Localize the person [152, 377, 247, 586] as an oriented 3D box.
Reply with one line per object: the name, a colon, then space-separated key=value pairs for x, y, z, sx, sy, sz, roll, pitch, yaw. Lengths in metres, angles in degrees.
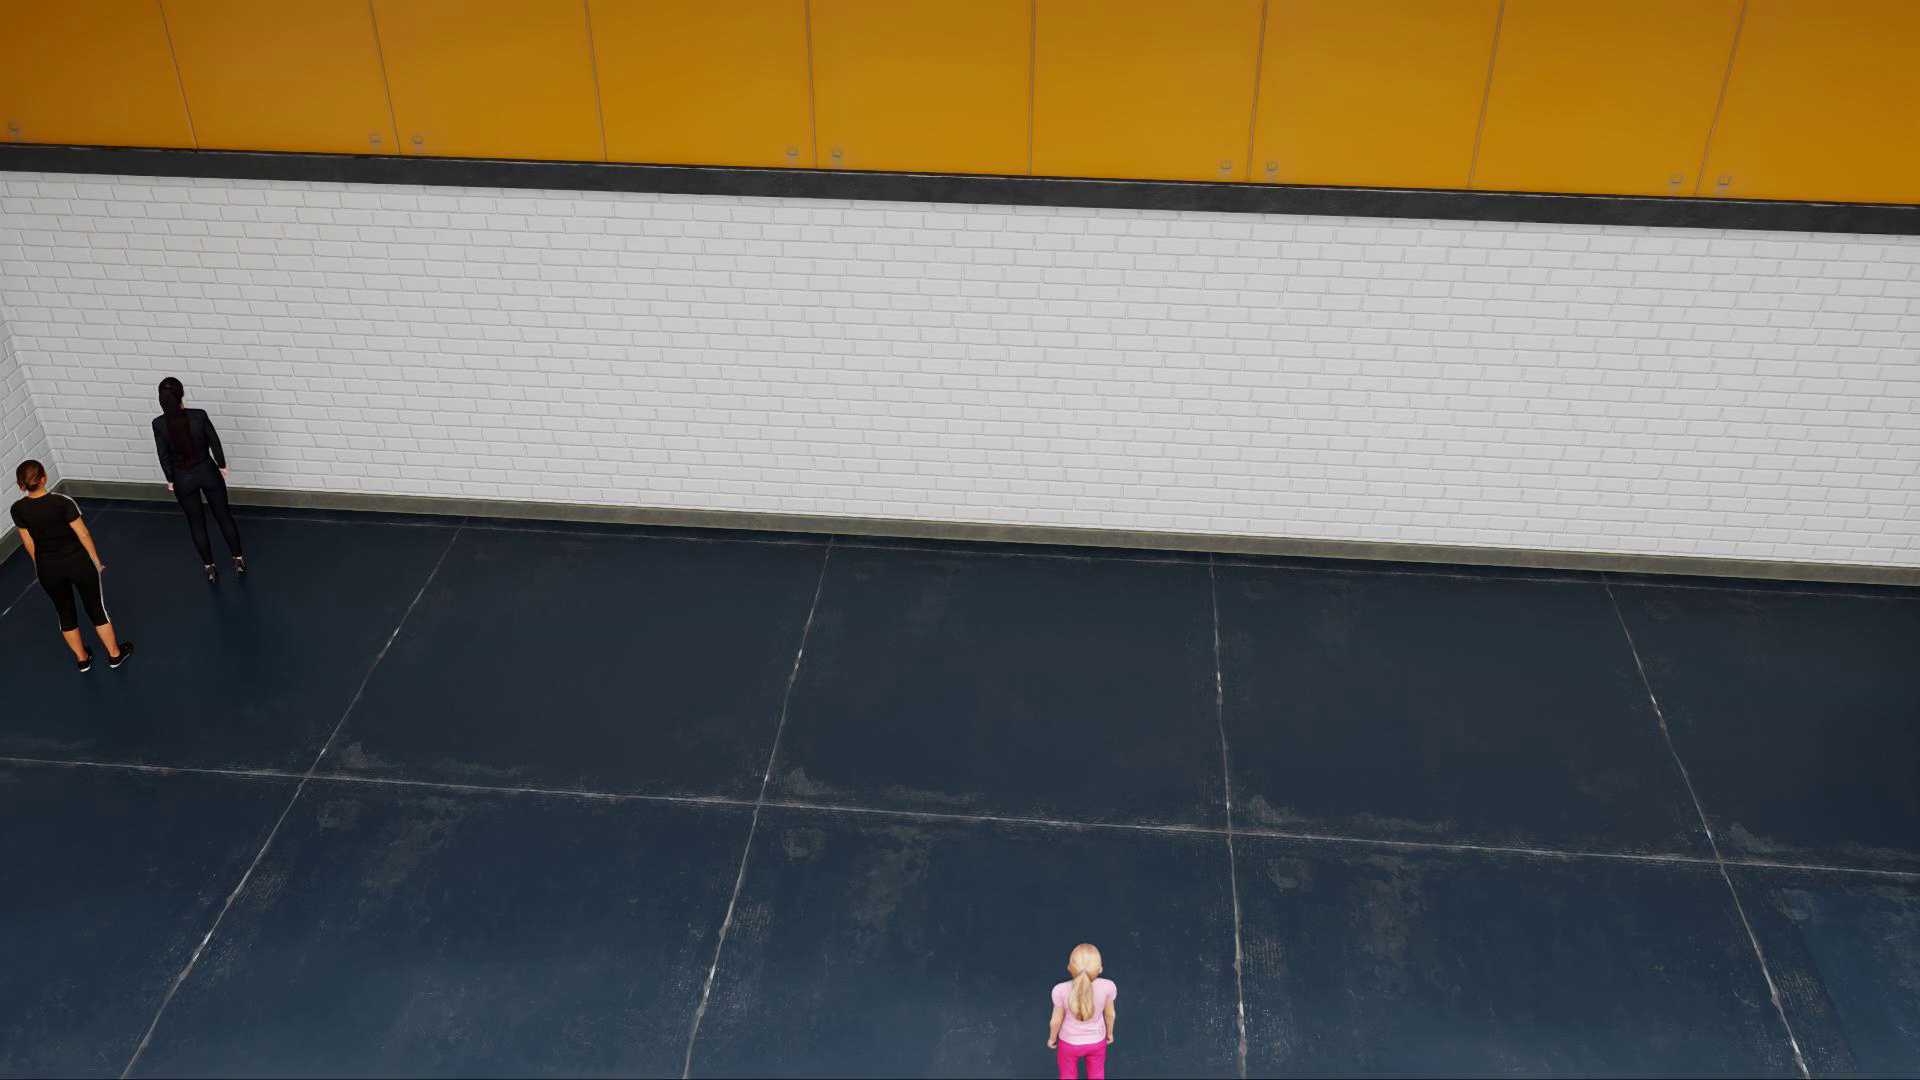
person: x=-5.664 y=-0.452 z=12.362 sx=0.650 sy=1.712 sz=0.658 roll=-16 pitch=37 yaw=-22

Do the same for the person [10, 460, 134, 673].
person: x=-6.165 y=0.173 z=11.461 sx=0.637 sy=1.668 sz=0.605 roll=-6 pitch=34 yaw=-9

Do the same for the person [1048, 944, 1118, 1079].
person: x=0.615 y=2.488 z=8.337 sx=0.516 sy=1.271 sz=0.547 roll=-2 pitch=34 yaw=-4
